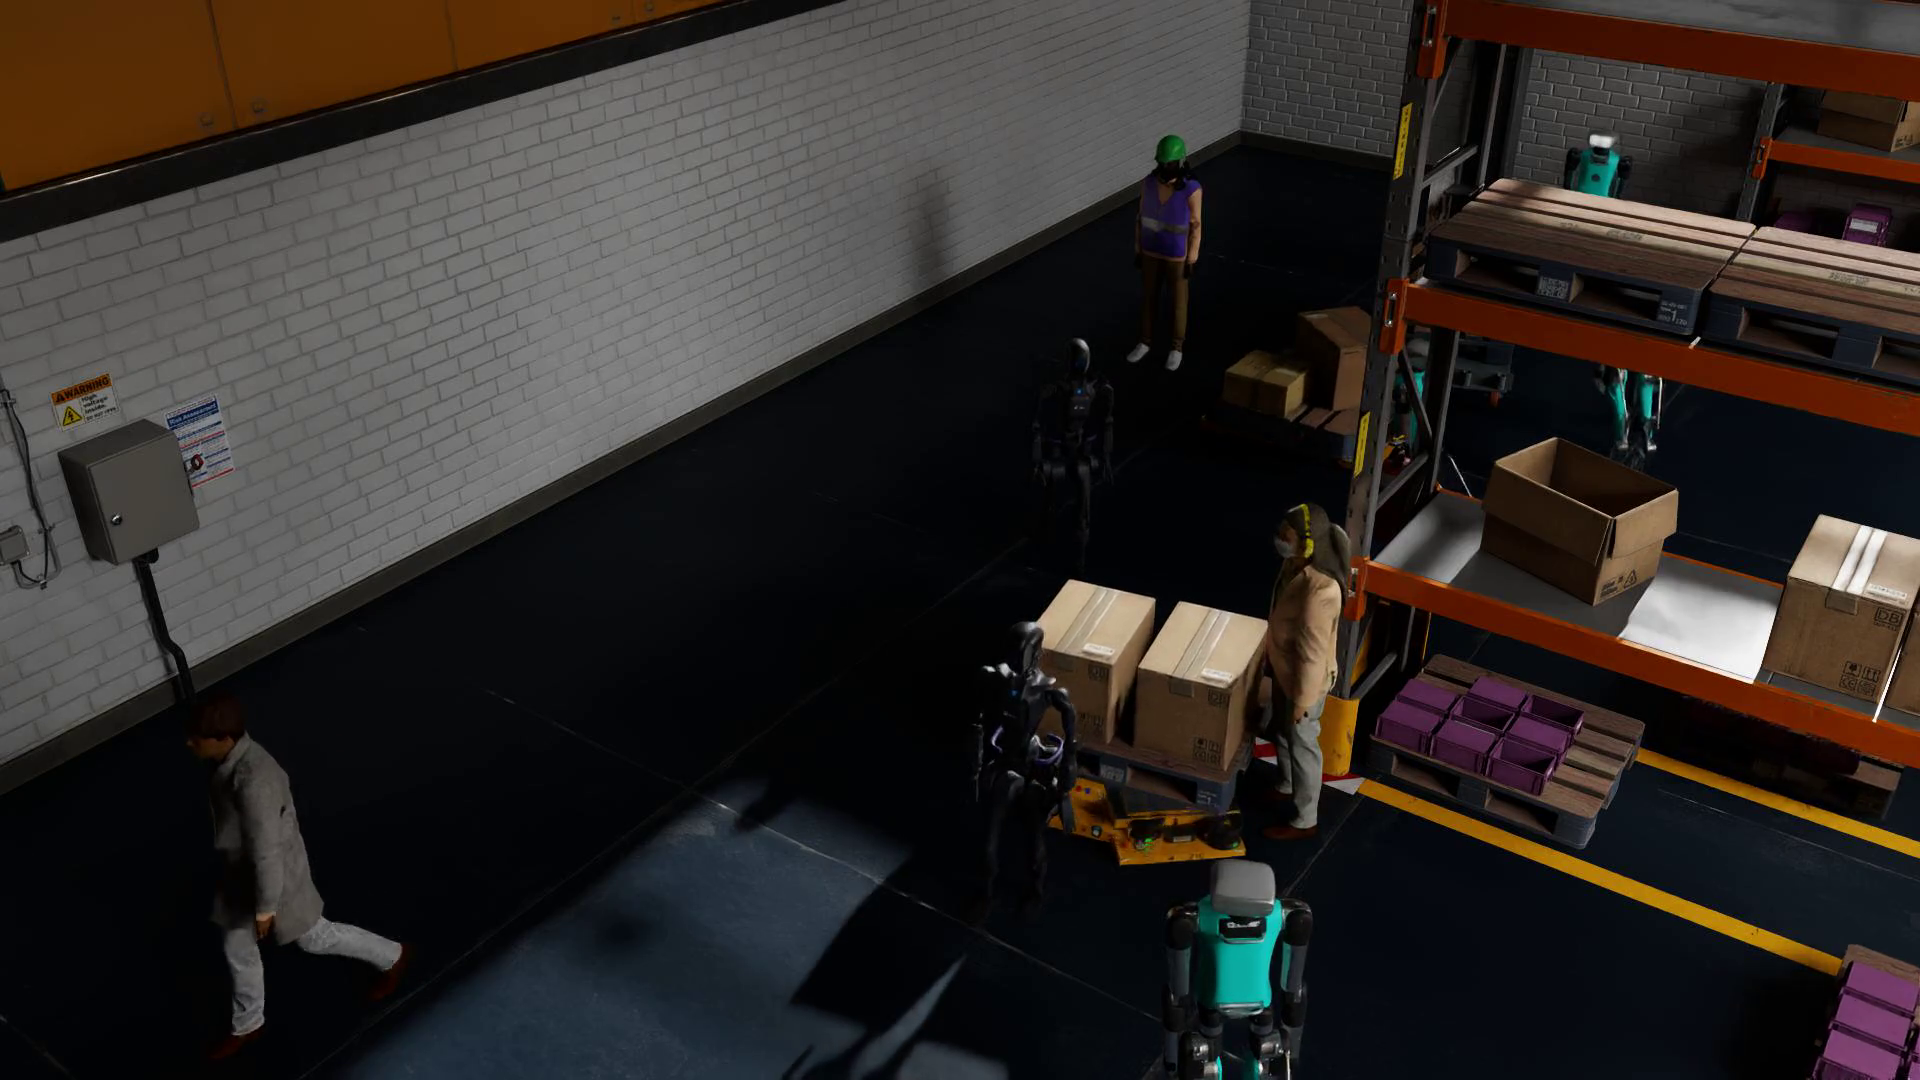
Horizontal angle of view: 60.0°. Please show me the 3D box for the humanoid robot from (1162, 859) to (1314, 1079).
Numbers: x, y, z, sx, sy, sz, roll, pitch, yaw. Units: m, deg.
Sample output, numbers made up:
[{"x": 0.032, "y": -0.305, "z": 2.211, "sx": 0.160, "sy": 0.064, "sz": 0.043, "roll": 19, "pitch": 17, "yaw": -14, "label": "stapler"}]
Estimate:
[{"x": 1.008, "y": 2.054, "z": 6.067, "sx": 0.546, "sy": 1.849, "sz": 0.746, "roll": -1, "pitch": 30, "yaw": -1, "label": "humanoid robot"}]

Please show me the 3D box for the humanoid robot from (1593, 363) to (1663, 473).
[{"x": 4.697, "y": -1.079, "z": 11.460, "sx": 0.549, "sy": 1.819, "sz": 0.667, "roll": -2, "pitch": 30, "yaw": -3, "label": "humanoid robot"}]

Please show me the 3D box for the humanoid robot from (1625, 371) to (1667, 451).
[{"x": 5.112, "y": -1.455, "z": 12.218, "sx": 0.584, "sy": 1.646, "sz": 0.759, "roll": 12, "pitch": 32, "yaw": 20, "label": "humanoid robot"}]

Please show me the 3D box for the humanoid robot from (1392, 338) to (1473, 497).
[{"x": 2.963, "y": -0.326, "z": 10.175, "sx": 0.790, "sy": 1.800, "sz": 0.550, "roll": 15, "pitch": 33, "yaw": 24, "label": "humanoid robot"}]

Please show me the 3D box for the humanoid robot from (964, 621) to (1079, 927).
[{"x": 0.282, "y": 1.116, "z": 7.695, "sx": 0.585, "sy": 1.656, "sz": 0.404, "roll": 15, "pitch": 33, "yaw": 24, "label": "humanoid robot"}]

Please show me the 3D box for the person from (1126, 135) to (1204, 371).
[{"x": 1.664, "y": -2.323, "z": 13.406, "sx": 0.545, "sy": 1.928, "sz": 0.423, "roll": 17, "pitch": 34, "yaw": 26, "label": "person"}]

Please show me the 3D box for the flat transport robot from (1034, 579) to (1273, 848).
[{"x": 0.985, "y": 1.146, "z": 9.051, "sx": 0.659, "sy": 0.231, "sz": 1.431, "roll": 13, "pitch": 32, "yaw": 21, "label": "flat transport robot"}]

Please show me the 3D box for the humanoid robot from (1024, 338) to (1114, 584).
[{"x": 0.691, "y": -0.560, "z": 10.655, "sx": 0.587, "sy": 1.626, "sz": 0.789, "roll": -6, "pitch": 31, "yaw": -10, "label": "humanoid robot"}]

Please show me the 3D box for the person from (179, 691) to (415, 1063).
[{"x": -2.913, "y": 1.387, "z": 7.111, "sx": 0.511, "sy": 1.796, "sz": 0.905, "roll": 26, "pitch": 39, "yaw": 37, "label": "person"}]

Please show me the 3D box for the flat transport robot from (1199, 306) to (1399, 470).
[{"x": 2.597, "y": -0.863, "z": 12.536, "sx": 1.431, "sy": 0.231, "sz": 0.659, "roll": 19, "pitch": 35, "yaw": 30, "label": "flat transport robot"}]

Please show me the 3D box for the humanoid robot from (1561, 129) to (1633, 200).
[{"x": 5.386, "y": -2.724, "z": 14.293, "sx": 0.585, "sy": 1.766, "sz": 0.885, "roll": 14, "pitch": 33, "yaw": 22, "label": "humanoid robot"}]

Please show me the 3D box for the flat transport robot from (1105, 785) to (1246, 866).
[{"x": 1.036, "y": 1.204, "z": 8.951, "sx": 0.659, "sy": 0.231, "sz": 1.431, "roll": -3, "pitch": 30, "yaw": -6, "label": "flat transport robot"}]

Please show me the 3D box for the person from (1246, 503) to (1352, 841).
[{"x": 1.696, "y": 0.654, "z": 8.314, "sx": 0.390, "sy": 1.869, "sz": 0.557, "roll": -2, "pitch": 30, "yaw": -3, "label": "person"}]
